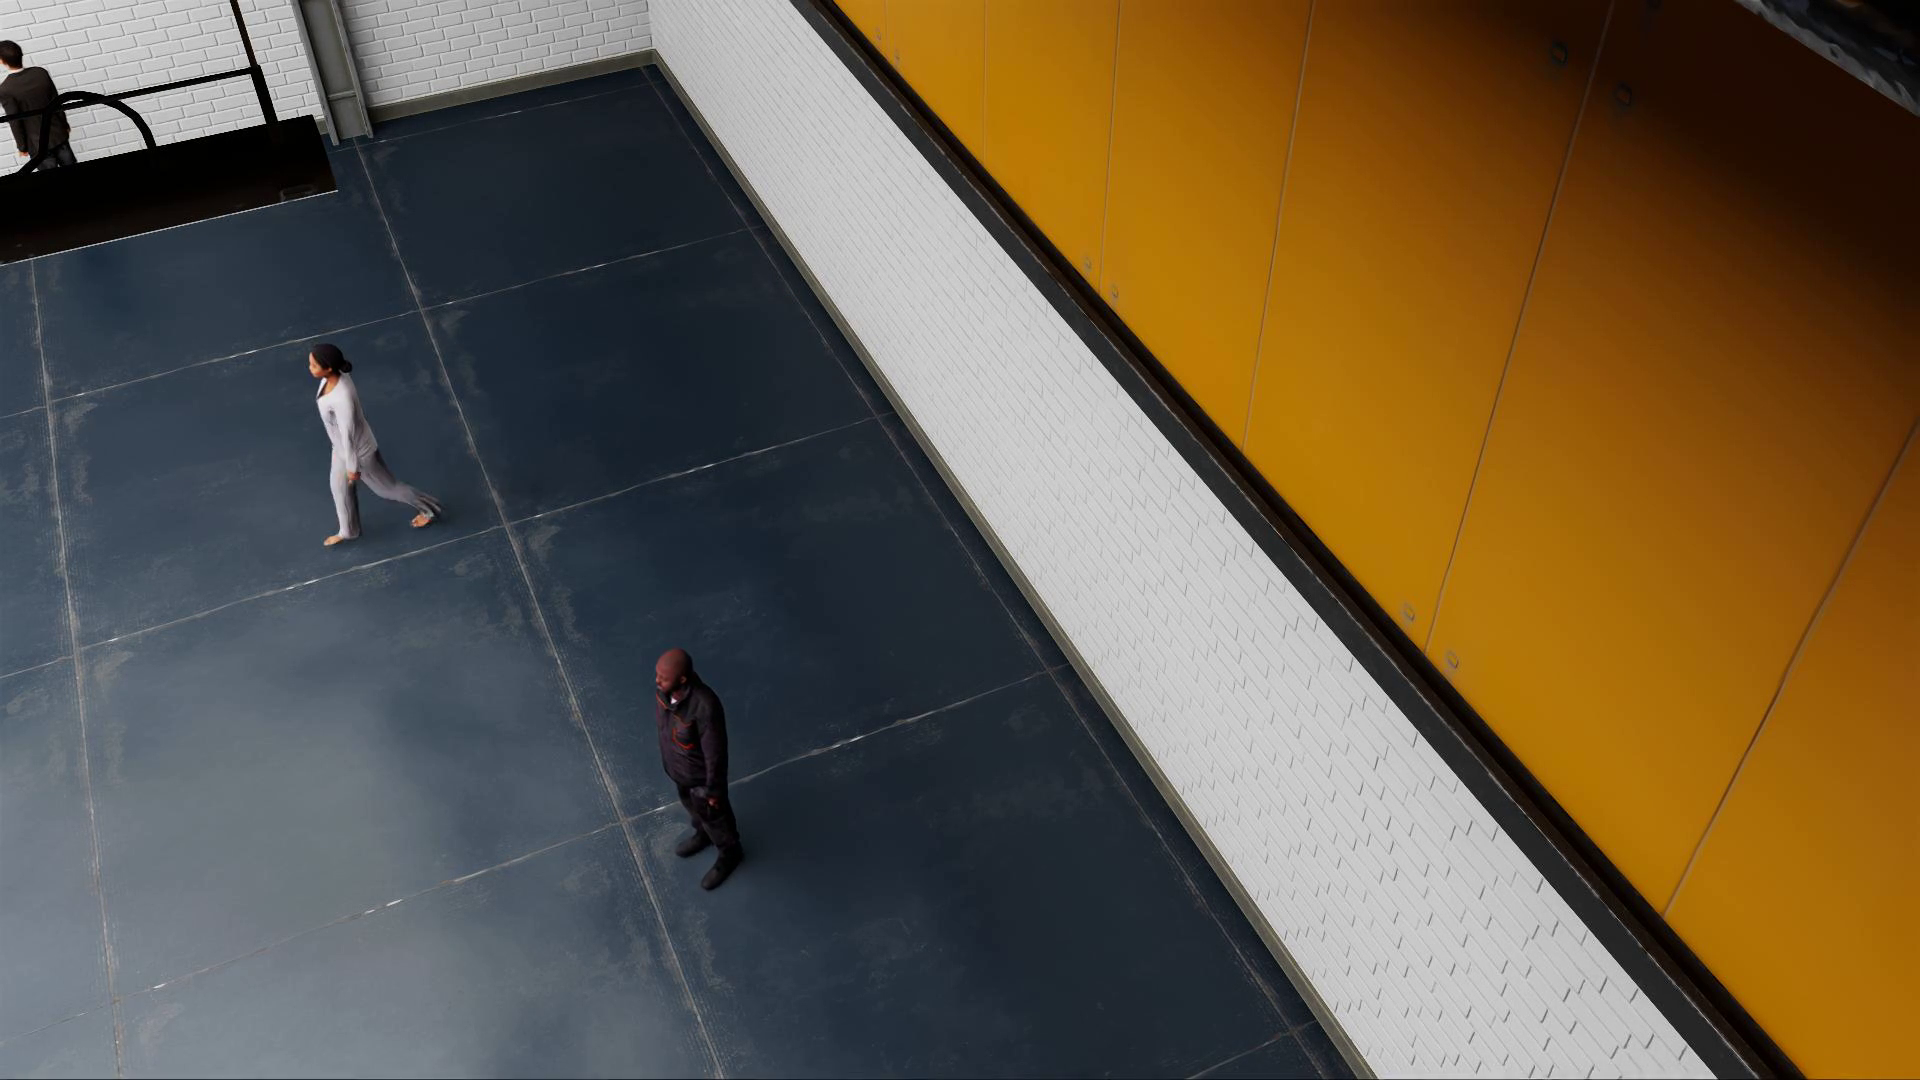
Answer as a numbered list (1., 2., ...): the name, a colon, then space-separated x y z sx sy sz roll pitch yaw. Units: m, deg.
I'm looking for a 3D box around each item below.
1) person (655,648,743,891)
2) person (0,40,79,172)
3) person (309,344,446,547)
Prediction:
1. person: -1.498 1.260 9.619 0.737 1.815 0.780 -34 53 -30
2. person: -8.090 -3.578 14.705 0.808 1.805 0.704 21 47 20
3. person: -4.175 -0.680 11.732 1.095 1.709 0.649 -19 47 -19
